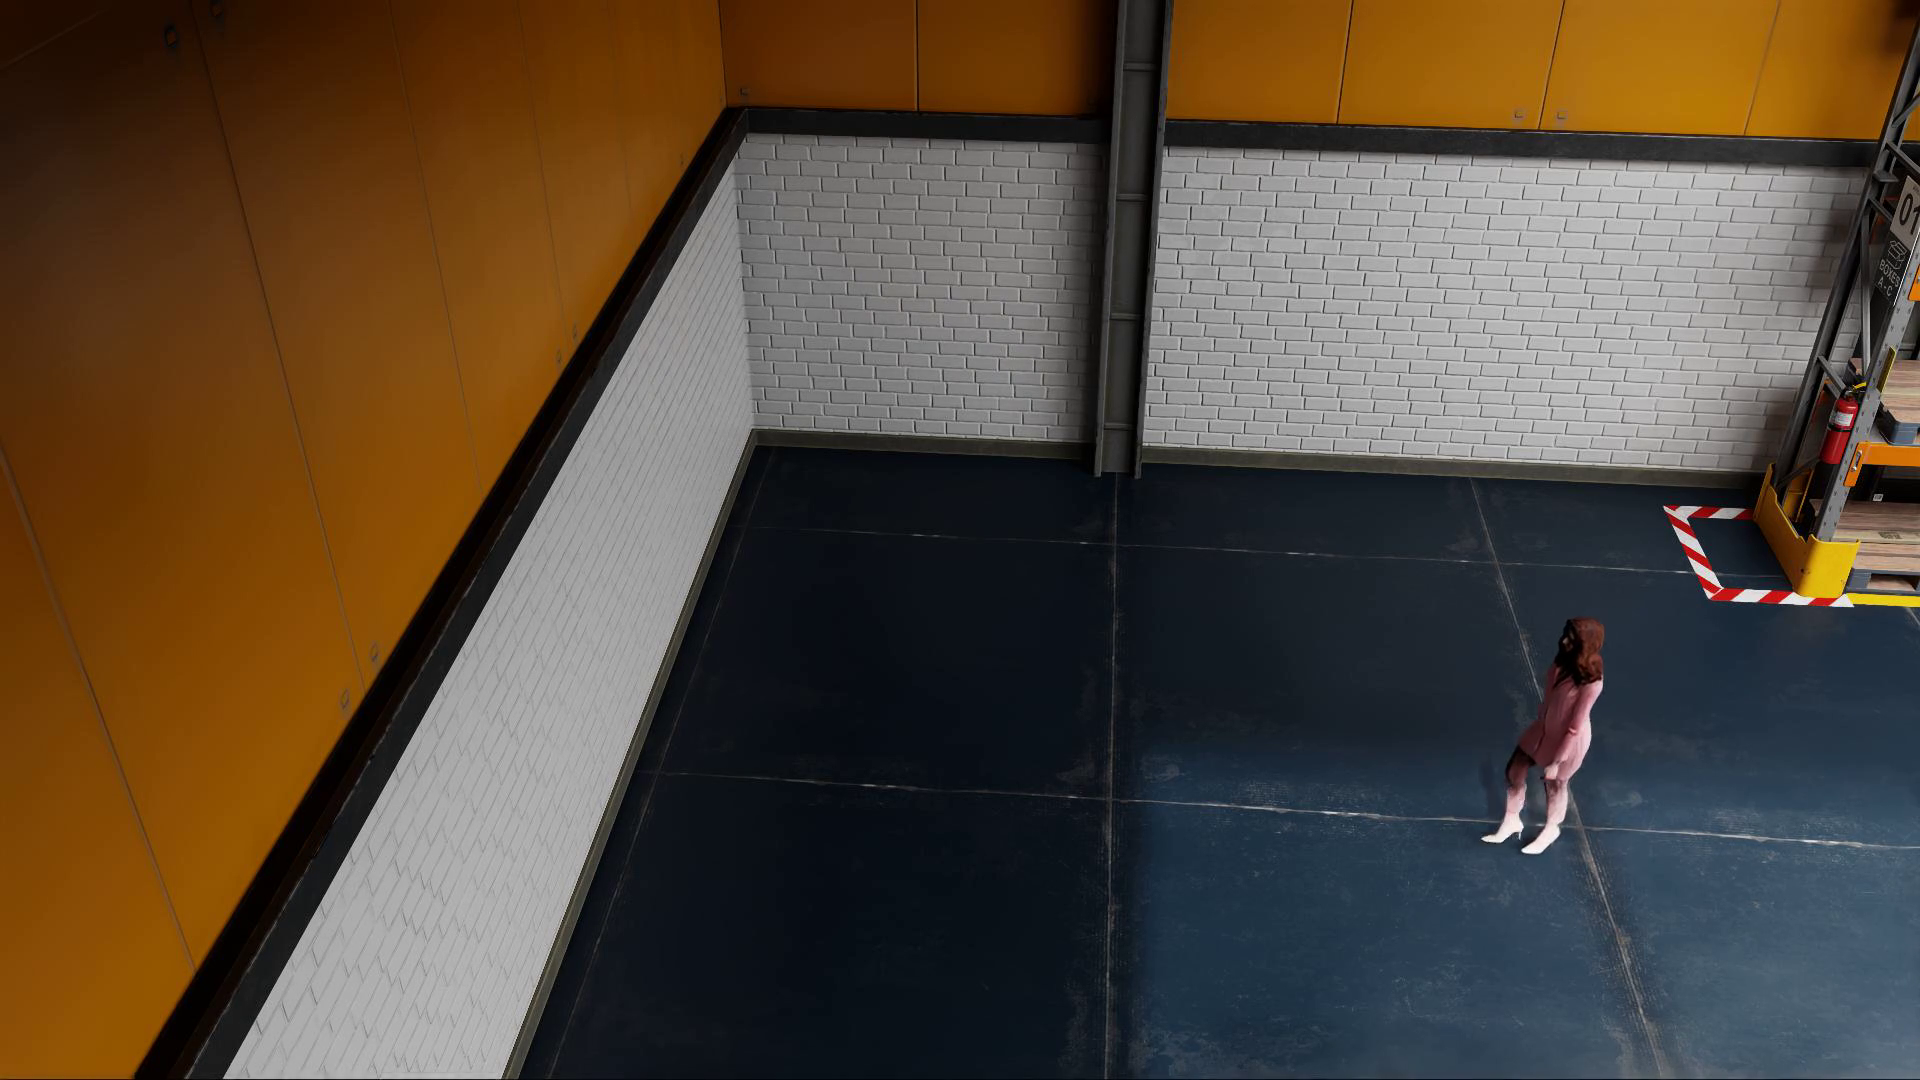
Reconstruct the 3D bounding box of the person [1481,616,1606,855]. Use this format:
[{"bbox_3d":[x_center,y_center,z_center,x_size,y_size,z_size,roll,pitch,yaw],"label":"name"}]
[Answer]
[{"bbox_3d":[3.659,1.197,9.950,0.793,1.790,0.742,-8,34,-11],"label":"person"}]
